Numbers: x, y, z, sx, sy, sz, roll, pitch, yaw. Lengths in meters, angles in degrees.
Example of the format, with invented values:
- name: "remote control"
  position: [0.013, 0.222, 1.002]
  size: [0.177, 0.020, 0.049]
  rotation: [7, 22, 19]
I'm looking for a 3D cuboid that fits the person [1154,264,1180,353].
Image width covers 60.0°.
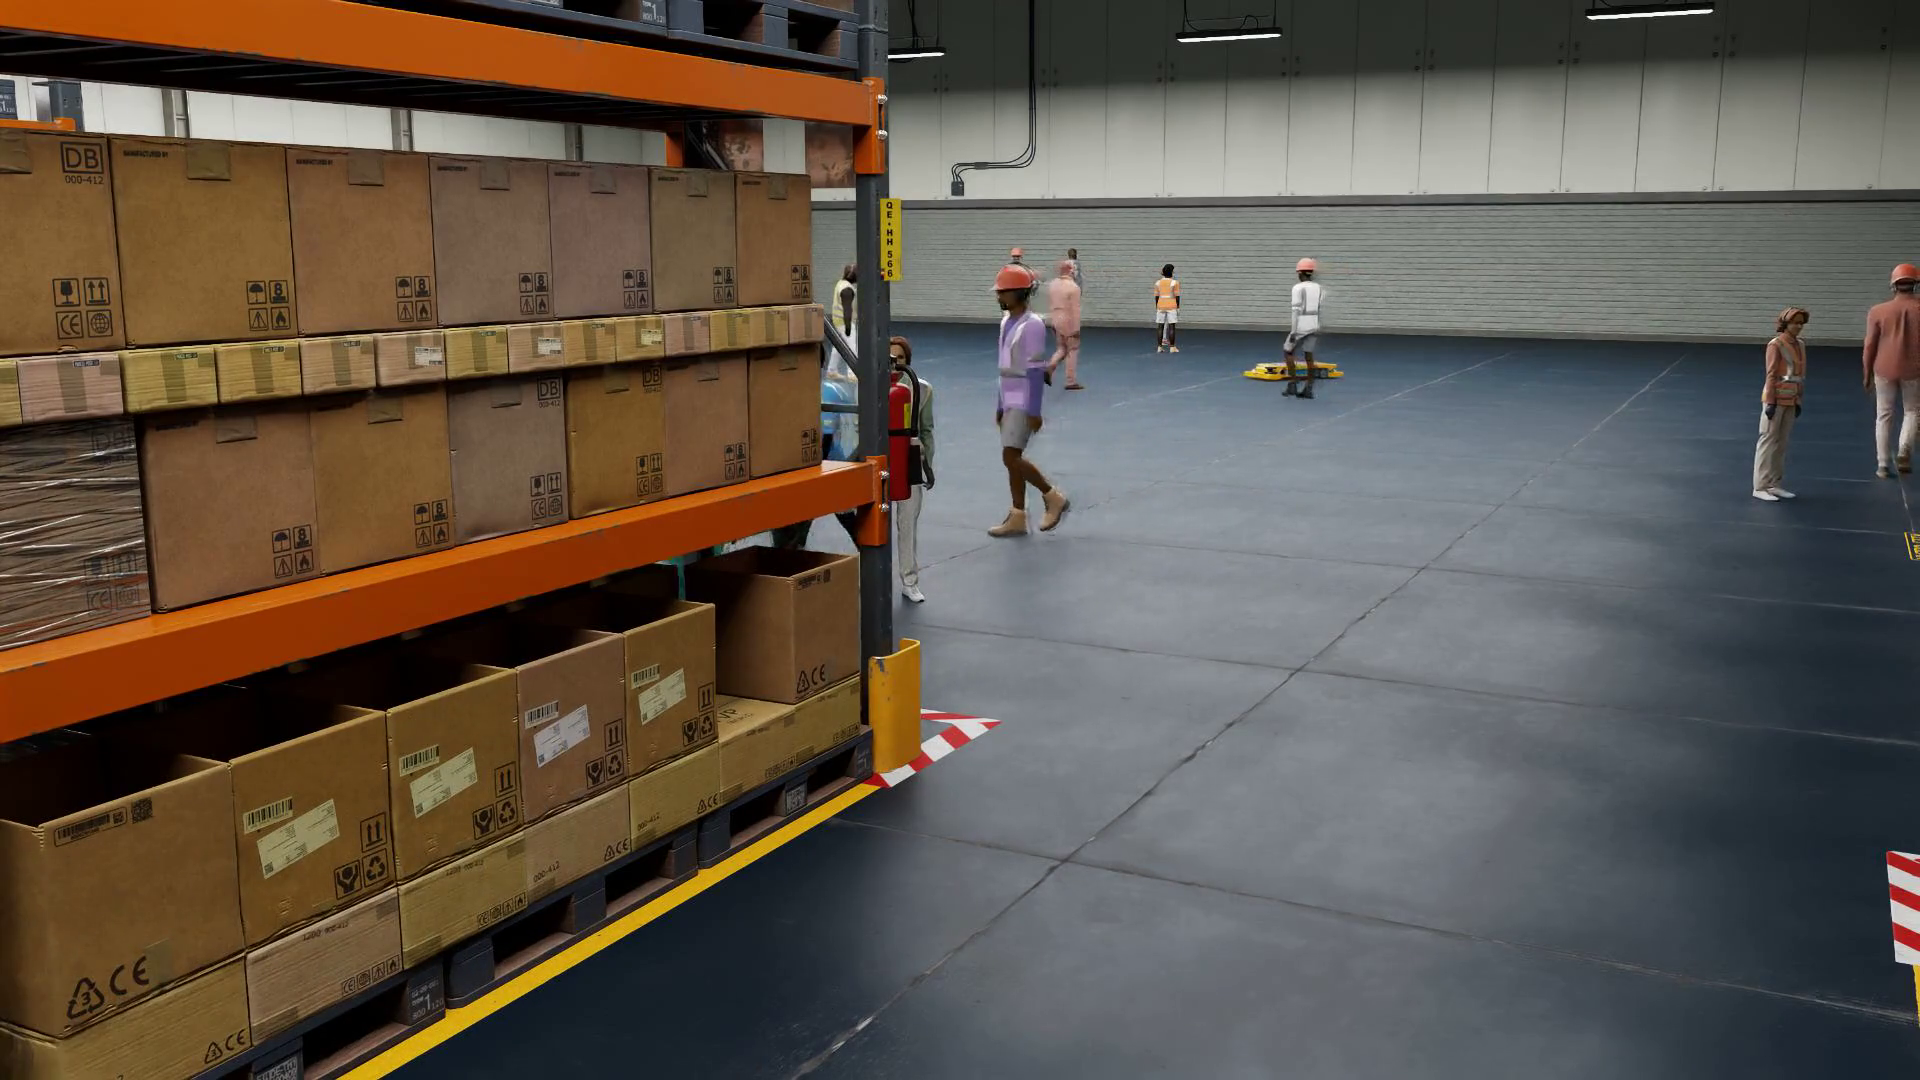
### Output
- name: "person"
  position: [3.957, -4.405, 31.704]
  size: [0.533, 1.697, 0.319]
  rotation: [7, 12, 32]

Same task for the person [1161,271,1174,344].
- name: "person"
  position: [4.258, -4.848, 34.289]
  size: [0.265, 1.631, 0.507]
  rotation: [-1, 10, -7]

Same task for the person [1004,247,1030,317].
- name: "person"
  position: [1.187, -5.222, 35.395]
  size: [0.636, 1.981, 0.447]
  rotation: [-1, 10, -8]

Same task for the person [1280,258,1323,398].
- name: "person"
  position: [4.705, -2.921, 23.000]
  size: [0.587, 1.916, 0.629]
  rotation: [-6, 12, -32]

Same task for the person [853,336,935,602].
- name: "person"
  position: [-0.398, -0.424, 10.148]
  size: [0.514, 1.640, 0.315]
  rotation: [-3, 11, -16]

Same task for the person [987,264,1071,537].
- name: "person"
  position: [0.465, -1.018, 12.328]
  size: [0.531, 2.031, 0.609]
  rotation: [-3, 11, -17]

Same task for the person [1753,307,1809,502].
- name: "person"
  position: [6.984, -1.152, 14.129]
  size: [0.516, 1.636, 0.314]
  rotation: [-8, 13, -37]

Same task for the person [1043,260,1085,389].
- name: "person"
  position: [1.527, -3.120, 24.169]
  size: [0.544, 1.886, 0.659]
  rotation: [-7, 12, -32]

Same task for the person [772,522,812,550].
- name: "person"
  position: [-1.125, -0.688, 11.053]
  size: [0.547, 1.830, 0.411]
  rotation: [-7, 13, -34]

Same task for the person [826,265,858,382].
- name: "person"
  position: [-1.746, -3.325, 25.596]
  size: [0.533, 1.794, 0.786]
  rotation: [-2, 11, -13]

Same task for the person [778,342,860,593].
- name: "person"
  position: [-0.863, -0.446, 10.275]
  size: [0.913, 1.644, 0.527]
  rotation: [-8, 13, -38]

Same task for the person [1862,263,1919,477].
- name: "person"
  position: [8.695, -1.563, 15.397]
  size: [0.627, 1.982, 0.433]
  rotation: [5, 12, 27]

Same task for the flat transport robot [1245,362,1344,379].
- name: "flat transport robot"
  position: [5.254, -2.669, 26.122]
  size: [1.431, 0.197, 0.652]
  rotation: [-5, 11, -25]

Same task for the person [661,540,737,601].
- name: "person"
  position: [-1.295, -0.153, 8.385]
  size: [0.529, 1.749, 0.641]
  rotation: [6, 12, 31]

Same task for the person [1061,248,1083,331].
- name: "person"
  position: [2.634, -5.859, 38.974]
  size: [0.372, 1.940, 0.631]
  rotation: [-8, 13, -37]
